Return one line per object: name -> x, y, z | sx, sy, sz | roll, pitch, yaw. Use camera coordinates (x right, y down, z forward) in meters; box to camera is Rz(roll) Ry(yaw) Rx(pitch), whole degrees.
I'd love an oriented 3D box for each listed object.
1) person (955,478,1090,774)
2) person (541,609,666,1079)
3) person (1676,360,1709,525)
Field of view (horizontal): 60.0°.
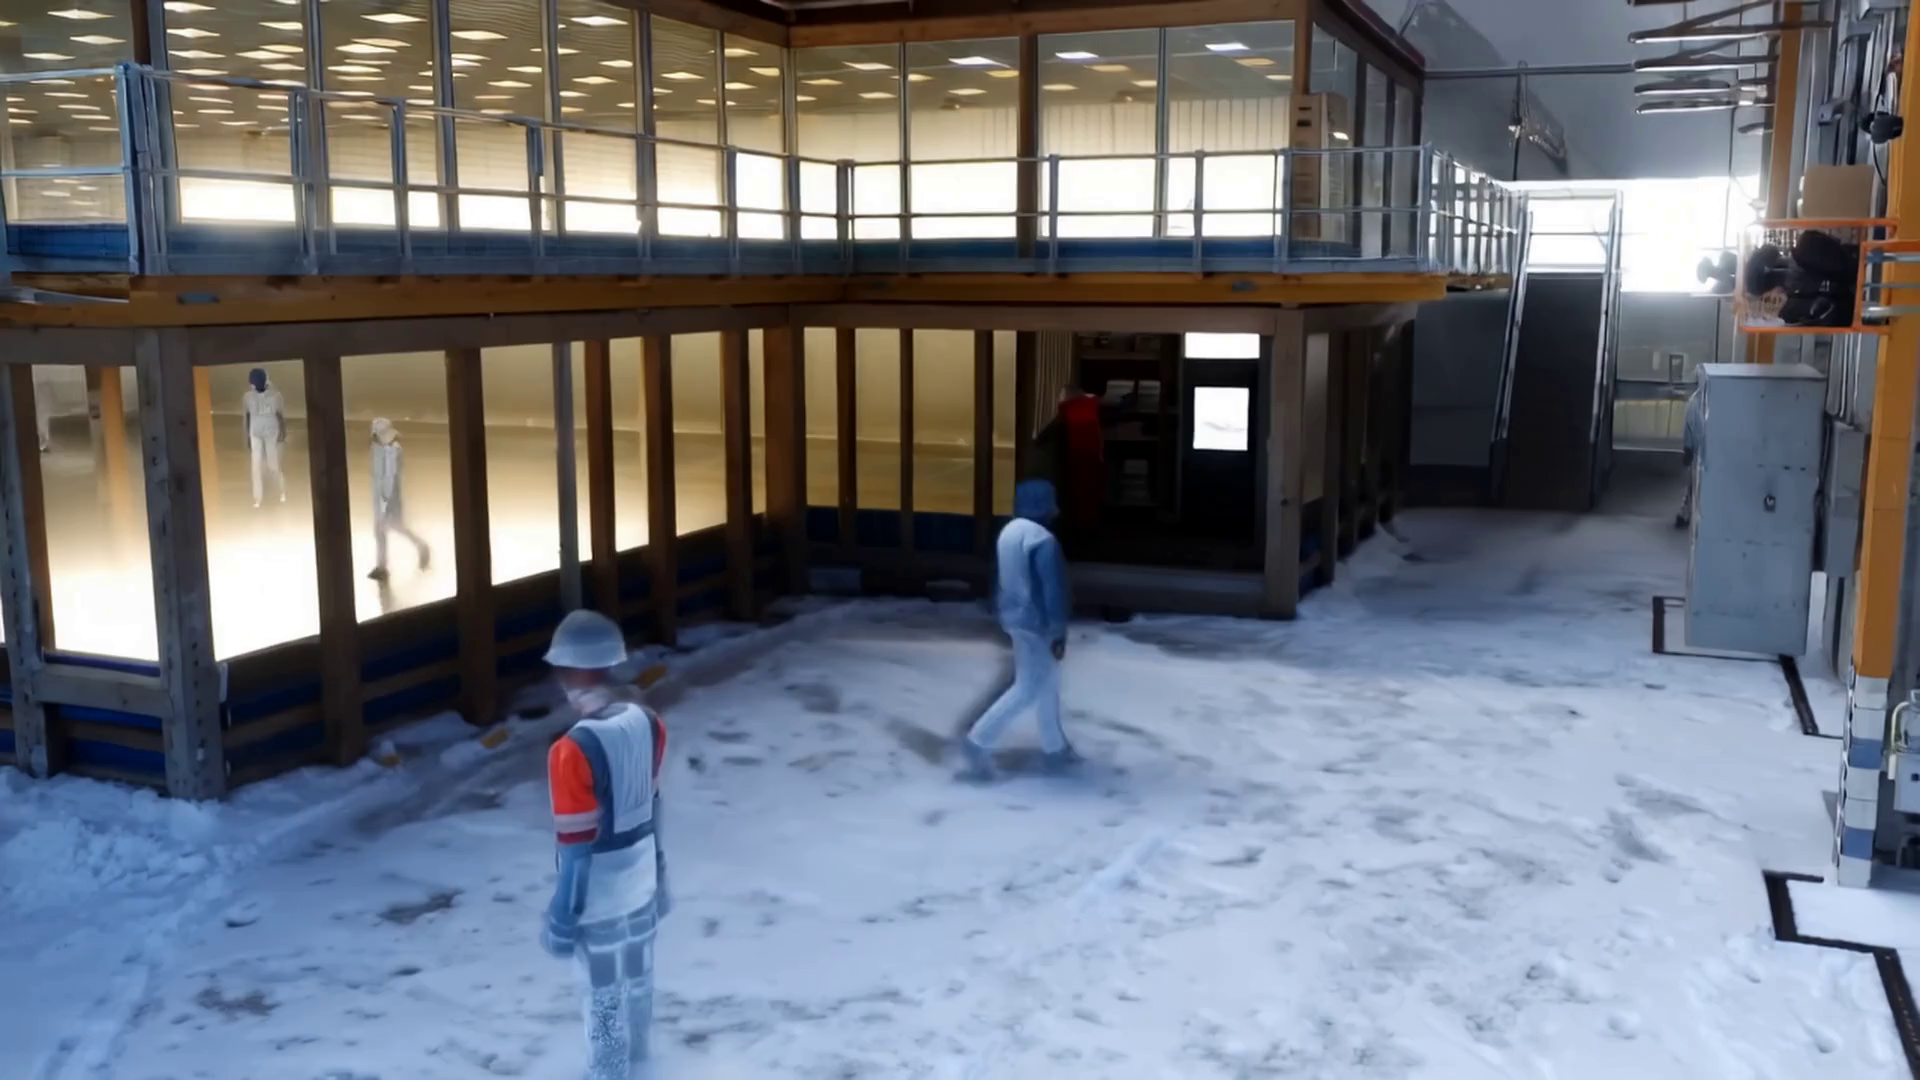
person -> 0.383, 0.527, 10.123 | 0.862, 1.818, 0.621 | -3, 10, -17
person -> -1.218, 1.189, 5.629 | 0.365, 1.939, 0.542 | 4, 10, 23
person -> 8.919, -1.162, 20.007 | 0.611, 1.985, 0.415 | -5, 10, -27
